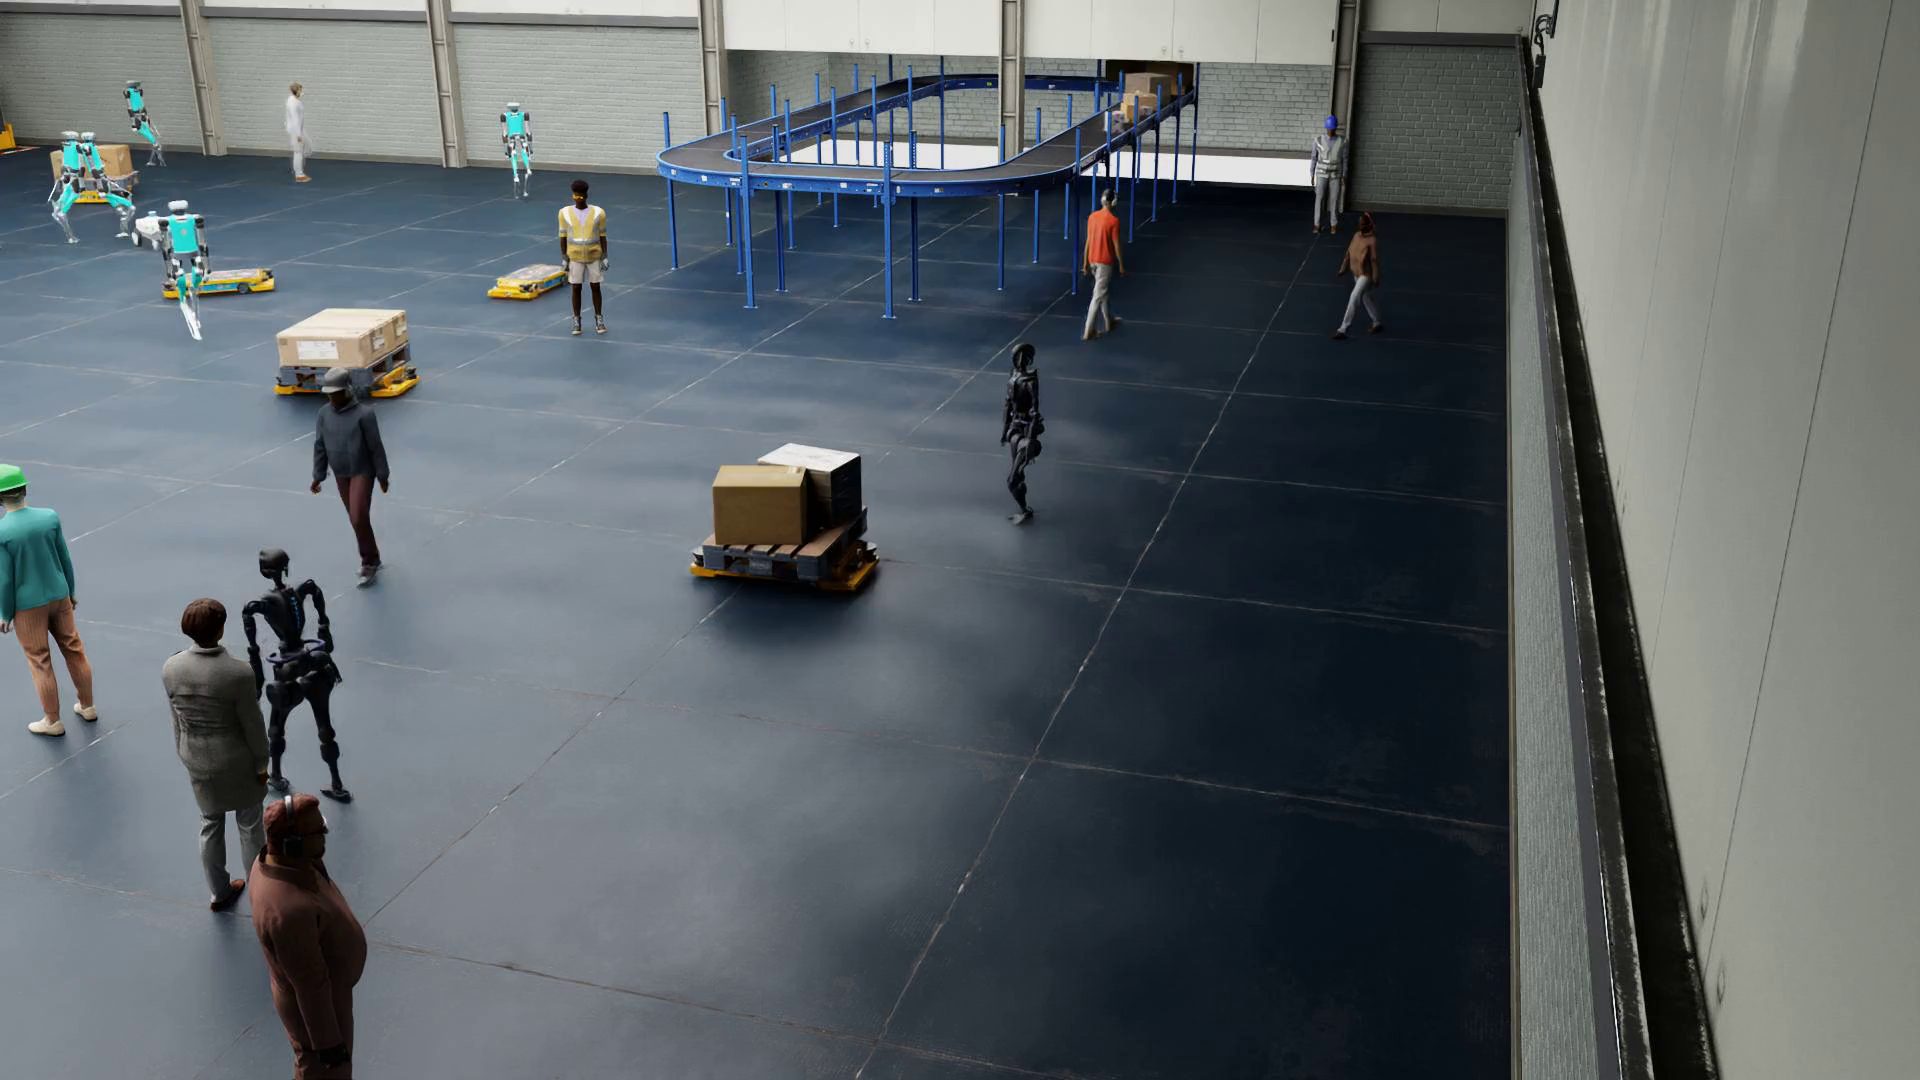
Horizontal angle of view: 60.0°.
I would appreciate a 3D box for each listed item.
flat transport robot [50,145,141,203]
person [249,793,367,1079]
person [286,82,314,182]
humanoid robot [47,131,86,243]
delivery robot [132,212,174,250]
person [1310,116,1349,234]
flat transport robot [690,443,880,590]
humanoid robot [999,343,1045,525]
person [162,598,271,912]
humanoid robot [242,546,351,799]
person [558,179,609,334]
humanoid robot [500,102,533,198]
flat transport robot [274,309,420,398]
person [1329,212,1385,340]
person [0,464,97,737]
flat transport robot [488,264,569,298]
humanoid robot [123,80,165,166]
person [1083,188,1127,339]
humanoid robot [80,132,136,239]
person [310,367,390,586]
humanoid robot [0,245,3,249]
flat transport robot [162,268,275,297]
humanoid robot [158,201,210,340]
[{"bbox_3d":[-16.010,-6.473,30.968,0.659,0.231,1.431,-3,21,-8],"label":"flat transport robot"},{"bbox_3d":[-2.665,1.913,6.943,0.412,1.905,0.651,-11,24,-26],"label":"person"},{"bbox_3d":[-12.964,-8.004,32.636,0.445,1.922,0.640,-4,21,-11],"label":"person"},{"bbox_3d":[-14.464,-5.670,26.842,0.530,1.752,0.807,11,24,27],"label":"humanoid robot"},{"bbox_3d":[-12.907,-4.958,26.641,0.770,0.595,0.499,20,28,41],"label":"delivery robot"},{"bbox_3d":[6.106,-6.050,27.566,0.614,1.933,0.417,2,21,5],"label":"person"},{"bbox_3d":[-1.441,0.159,13.766,1.431,0.231,0.659,6,22,14],"label":"flat transport robot"},{"bbox_3d":[0.527,-0.935,14.640,0.360,1.646,0.606,-10,23,-25],"label":"humanoid robot"},{"bbox_3d":[-3.963,1.177,8.978,0.499,1.825,0.370,1,21,2],"label":"person"},{"bbox_3d":[-4.096,0.794,10.181,0.698,1.635,0.589,14,25,33],"label":"humanoid robot"},{"bbox_3d":[-4.777,-3.603,21.177,0.603,1.958,0.374,-5,22,-14],"label":"person"},{"bbox_3d":[-8.116,-7.117,30.626,0.536,1.781,0.878,-7,22,-18],"label":"humanoid robot"},{"bbox_3d":[-6.951,-1.818,18.892,1.431,0.231,0.659,2,21,5],"label":"flat transport robot"},{"bbox_3d":[5.105,-3.349,21.001,0.897,1.599,0.455,-8,22,-20],"label":"person"},{"bbox_3d":[-6.064,0.395,10.933,0.368,1.867,0.515,13,25,31],"label":"person"},{"bbox_3d":[-6.097,-3.700,23.775,0.659,0.231,1.431,6,22,14],"label":"flat transport robot"},{"bbox_3d":[-16.772,-8.529,34.413,0.714,1.905,0.542,3,21,7],"label":"humanoid robot"},{"bbox_3d":[1.891,-3.510,21.053,0.941,1.867,0.491,-19,28,-40],"label":"person"},{"bbox_3d":[-13.732,-5.682,27.023,0.766,1.886,0.544,-7,22,-18],"label":"humanoid robot"},{"bbox_3d":[-4.942,-0.516,13.406,0.555,1.790,0.656,7,22,17],"label":"person"},{"bbox_3d":[-15.415,-5.265,25.924,0.613,1.633,0.653,9,23,22],"label":"humanoid robot"},{"bbox_3d":[-10.530,-3.653,23.653,1.431,0.231,0.659,-8,22,-19],"label":"flat transport robot"},{"bbox_3d":[-9.870,-3.464,21.156,0.542,1.789,0.911,-14,25,-31],"label":"humanoid robot"}]
